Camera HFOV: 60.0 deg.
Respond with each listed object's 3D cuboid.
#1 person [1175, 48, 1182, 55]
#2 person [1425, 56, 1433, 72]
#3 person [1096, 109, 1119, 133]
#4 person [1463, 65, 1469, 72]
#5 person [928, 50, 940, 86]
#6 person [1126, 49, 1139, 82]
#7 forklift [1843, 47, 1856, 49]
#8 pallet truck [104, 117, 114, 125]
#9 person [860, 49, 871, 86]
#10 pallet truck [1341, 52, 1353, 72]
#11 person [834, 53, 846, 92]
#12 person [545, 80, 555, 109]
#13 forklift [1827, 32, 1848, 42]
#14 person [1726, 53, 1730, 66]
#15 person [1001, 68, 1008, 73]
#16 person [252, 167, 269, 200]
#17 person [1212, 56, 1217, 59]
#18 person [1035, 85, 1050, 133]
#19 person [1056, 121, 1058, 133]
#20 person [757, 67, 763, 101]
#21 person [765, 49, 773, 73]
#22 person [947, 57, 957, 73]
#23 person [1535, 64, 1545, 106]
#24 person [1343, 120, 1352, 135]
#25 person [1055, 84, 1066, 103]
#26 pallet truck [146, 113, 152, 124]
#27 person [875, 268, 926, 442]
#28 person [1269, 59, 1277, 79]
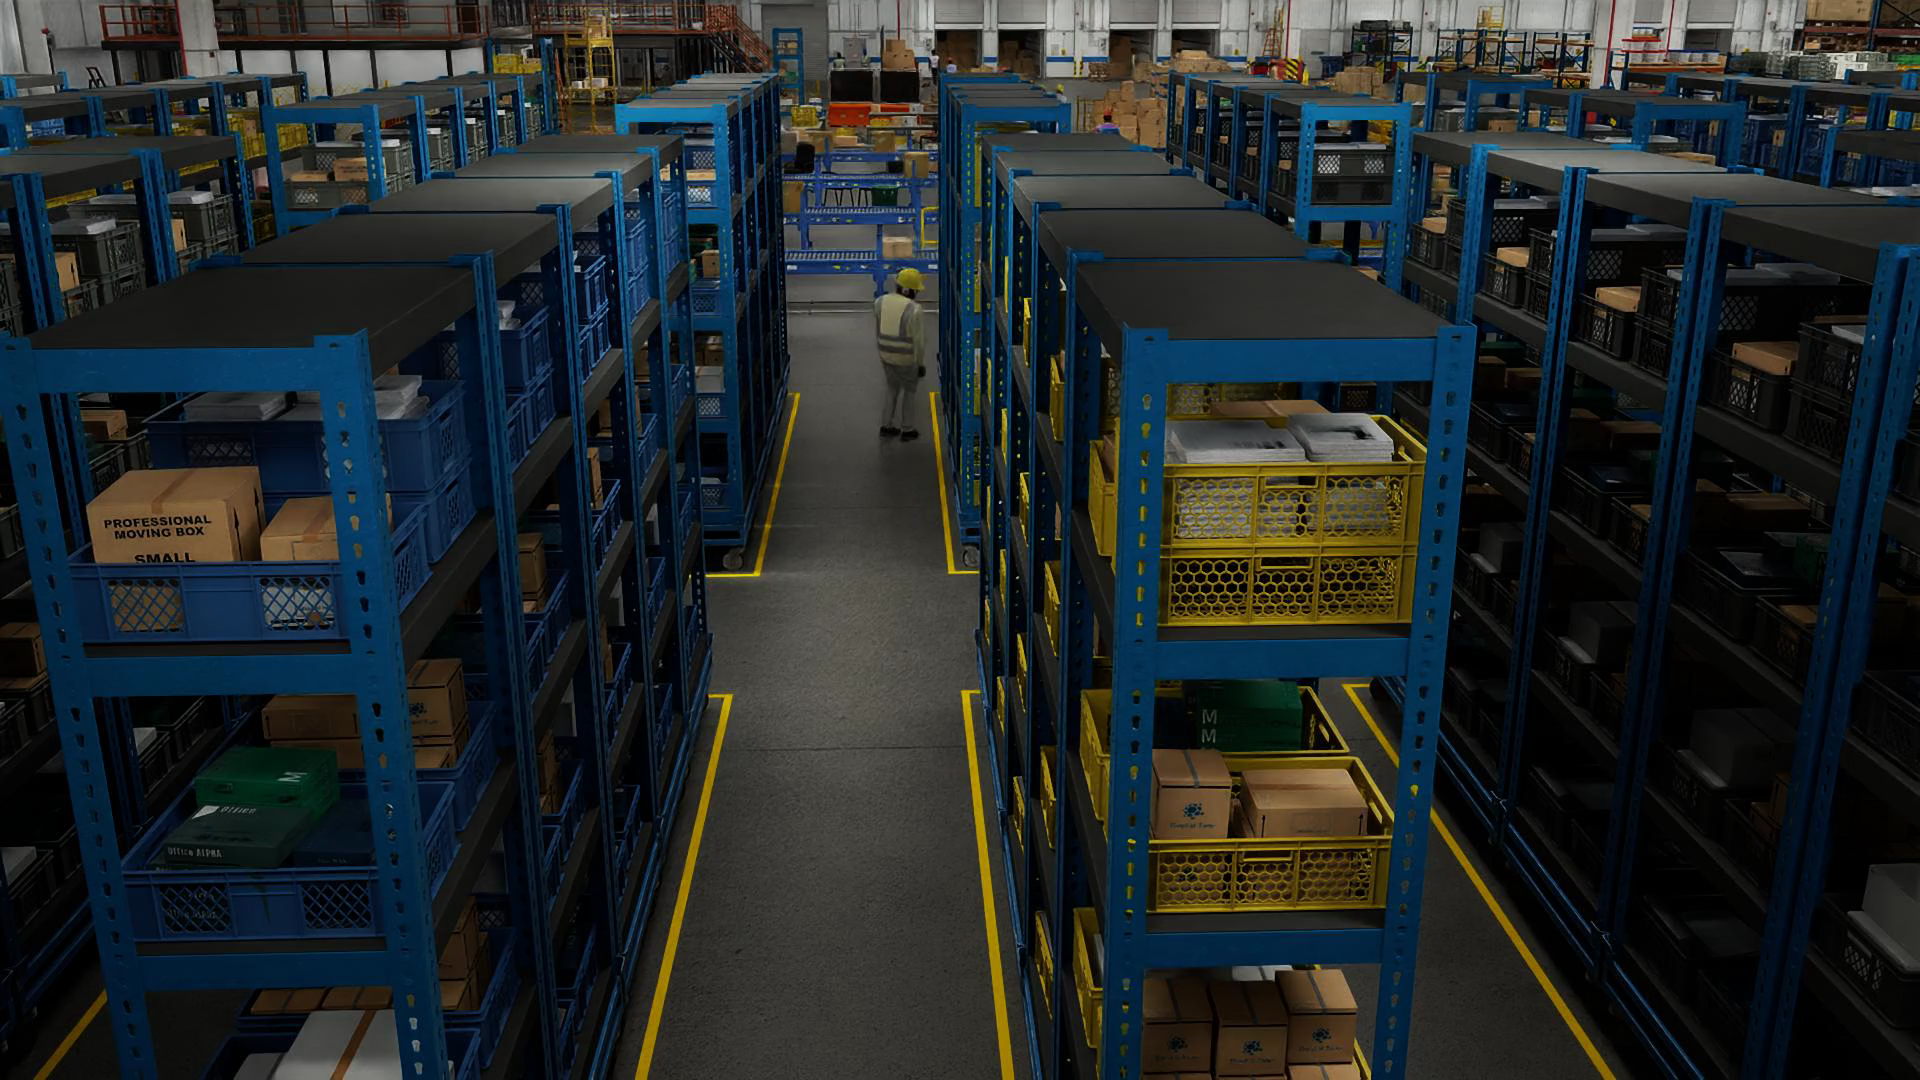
[{"bbox_3d":[12.403,-26.936,94.282,0.429,1.842,0.632,-8,19,-22],"label":"person"},{"bbox_3d":[22.244,-22.047,79.083,0.347,1.884,0.584,11,21,29],"label":"person"},{"bbox_3d":[3.448,-9.106,38.973,0.551,1.931,0.395,1,18,2],"label":"person"},{"bbox_3d":[19.941,-17.845,65.989,0.641,1.942,0.558,-9,20,-27],"label":"person"},{"bbox_3d":[-1.437,-25.305,89.186,0.592,1.866,0.975,-8,20,-23],"label":"person"},{"bbox_3d":[9.619,-26.545,93.089,0.915,1.826,0.541,-2,18,-5],"label":"person"},{"bbox_3d":[31.409,-16.049,58.927,1.129,2.768,1.873,-1,18,-2],"label":"forklift"},{"bbox_3d":[-18.367,-7.885,35.078,1.885,1.965,0.823,1,18,2],"label":"pallet truck"},{"bbox_3d":[-5.073,-25.308,89.088,0.602,1.939,0.397,9,20,25],"label":"person"},{"bbox_3d":[18.794,-23.123,82.231,0.823,1.965,1.885,-13,22,-35],"label":"pallet truck"},{"bbox_3d":[-6.068,-23.611,83.903,0.616,1.886,0.841,-2,18,-7],"label":"person"},{"bbox_3d":[-15.529,-16.830,63.052,0.518,1.820,0.456,13,22,35],"label":"person"},{"bbox_3d":[46.023,-25.321,87.619,1.129,2.768,1.873,-1,18,-2],"label":"forklift"},{"bbox_3d":[42.168,-25.905,91.362,0.787,1.668,0.531,4,18,12],"label":"person"},{"bbox_3d":[1.710,-16.652,62.265,0.641,1.951,0.939,-14,22,-36],"label":"person"},{"bbox_3d":[-13.535,-6.881,32.378,0.535,1.744,0.696,-6,19,-19],"label":"person"},{"bbox_3d":[11.631,-21.099,75.898,1.094,2.000,0.687,-14,23,-37],"label":"person"},{"bbox_3d":[2.645,-14.207,55.116,0.895,1.695,0.501,-9,20,-27],"label":"person"},{"bbox_3d":[2.246,-8.871,38.070,0.391,2.034,0.605,-3,18,-9],"label":"person"},{"bbox_3d":[-8.081,-18.158,67.132,0.584,1.838,0.985,-6,19,-18],"label":"person"},{"bbox_3d":[-10.730,-26.817,93.965,0.861,1.812,0.632,0,18,0],"label":"person"},{"bbox_3d":[-0.409,-21.035,75.882,0.542,1.928,0.378,-15,23,-38],"label":"person"},{"bbox_3d":[24.103,-18.861,69.275,0.501,1.861,0.334,-9,20,-26],"label":"person"},{"bbox_3d":[8.458,-8.199,36.248,0.817,1.878,0.662,-9,20,-25],"label":"person"},{"bbox_3d":[3.128,-13.588,53.000,0.602,1.824,0.505,13,22,35],"label":"person"},{"bbox_3d":[-18.087,-8.309,36.390,1.885,1.965,0.823,-1,18,-4],"label":"pallet truck"},{"bbox_3d":[-0.590,-1.857,16.752,0.621,1.786,0.421,12,22,33],"label":"person"},{"bbox_3d":[13.870,-20.412,73.957,0.412,1.923,0.569,8,20,23],"label":"person"}]
